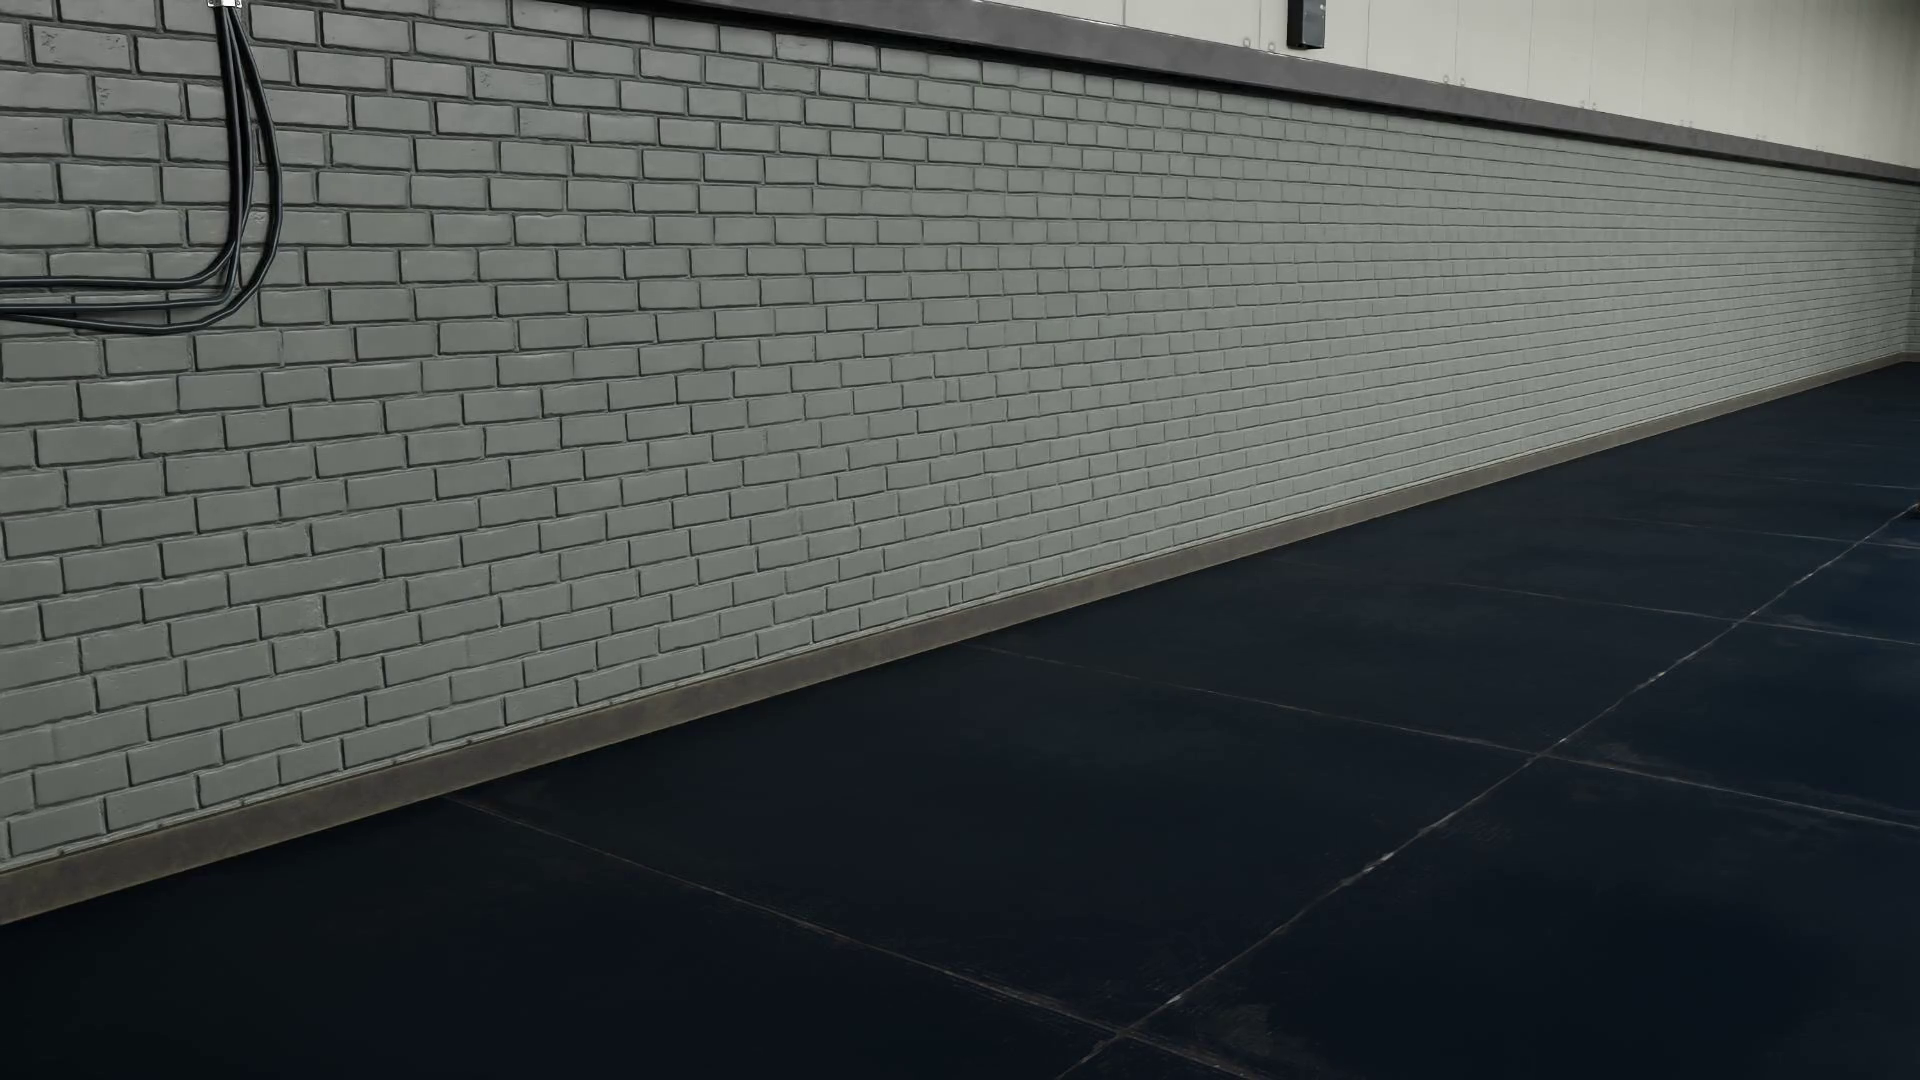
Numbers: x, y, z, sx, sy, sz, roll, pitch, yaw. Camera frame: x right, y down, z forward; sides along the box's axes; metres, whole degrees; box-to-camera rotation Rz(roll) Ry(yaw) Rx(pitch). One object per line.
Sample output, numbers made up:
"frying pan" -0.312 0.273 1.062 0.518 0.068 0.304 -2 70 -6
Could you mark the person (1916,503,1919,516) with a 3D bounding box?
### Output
"person" 7.172 -1.112 11.965 0.369 1.936 0.630 7 13 35
